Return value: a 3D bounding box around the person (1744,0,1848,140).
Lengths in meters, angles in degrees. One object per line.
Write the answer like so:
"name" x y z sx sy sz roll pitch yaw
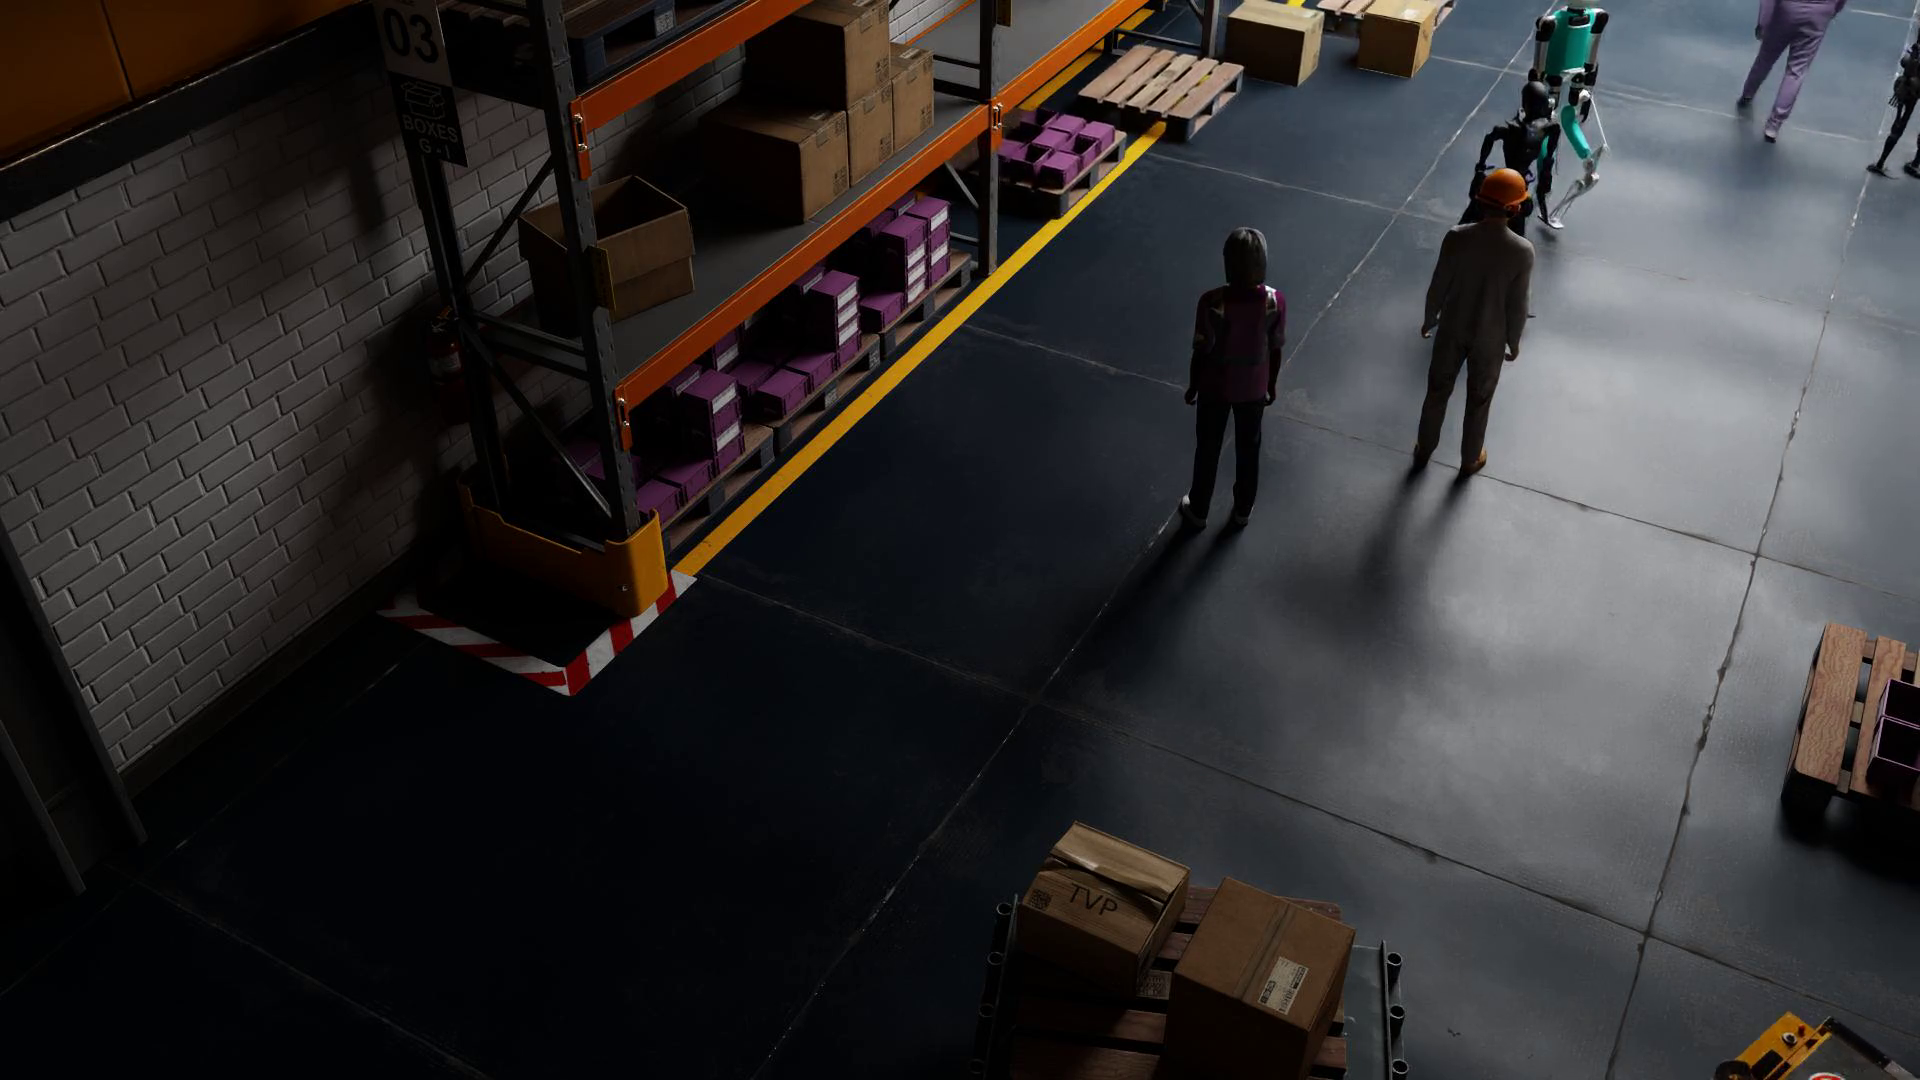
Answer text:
"person" 6.679 -4.214 13.219 0.646 1.848 1.041 14 41 17

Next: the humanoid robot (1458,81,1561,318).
"humanoid robot" 3.600 -2.257 10.942 0.600 1.618 0.792 -7 39 -9

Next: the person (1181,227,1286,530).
"person" 1.478 -0.854 9.024 0.506 1.846 0.340 -2 39 -2

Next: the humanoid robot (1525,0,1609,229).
"humanoid robot" 4.308 -2.909 11.727 0.538 1.834 0.751 -11 40 -14

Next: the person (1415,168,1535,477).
"person" 2.906 -1.214 9.438 0.569 1.891 0.375 18 42 21

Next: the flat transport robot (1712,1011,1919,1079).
"flat transport robot" 3.580 2.397 6.224 0.659 0.231 1.431 -25 45 -28

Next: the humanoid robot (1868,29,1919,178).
"humanoid robot" 7.269 -3.475 12.440 0.609 1.650 0.444 -18 42 -21
